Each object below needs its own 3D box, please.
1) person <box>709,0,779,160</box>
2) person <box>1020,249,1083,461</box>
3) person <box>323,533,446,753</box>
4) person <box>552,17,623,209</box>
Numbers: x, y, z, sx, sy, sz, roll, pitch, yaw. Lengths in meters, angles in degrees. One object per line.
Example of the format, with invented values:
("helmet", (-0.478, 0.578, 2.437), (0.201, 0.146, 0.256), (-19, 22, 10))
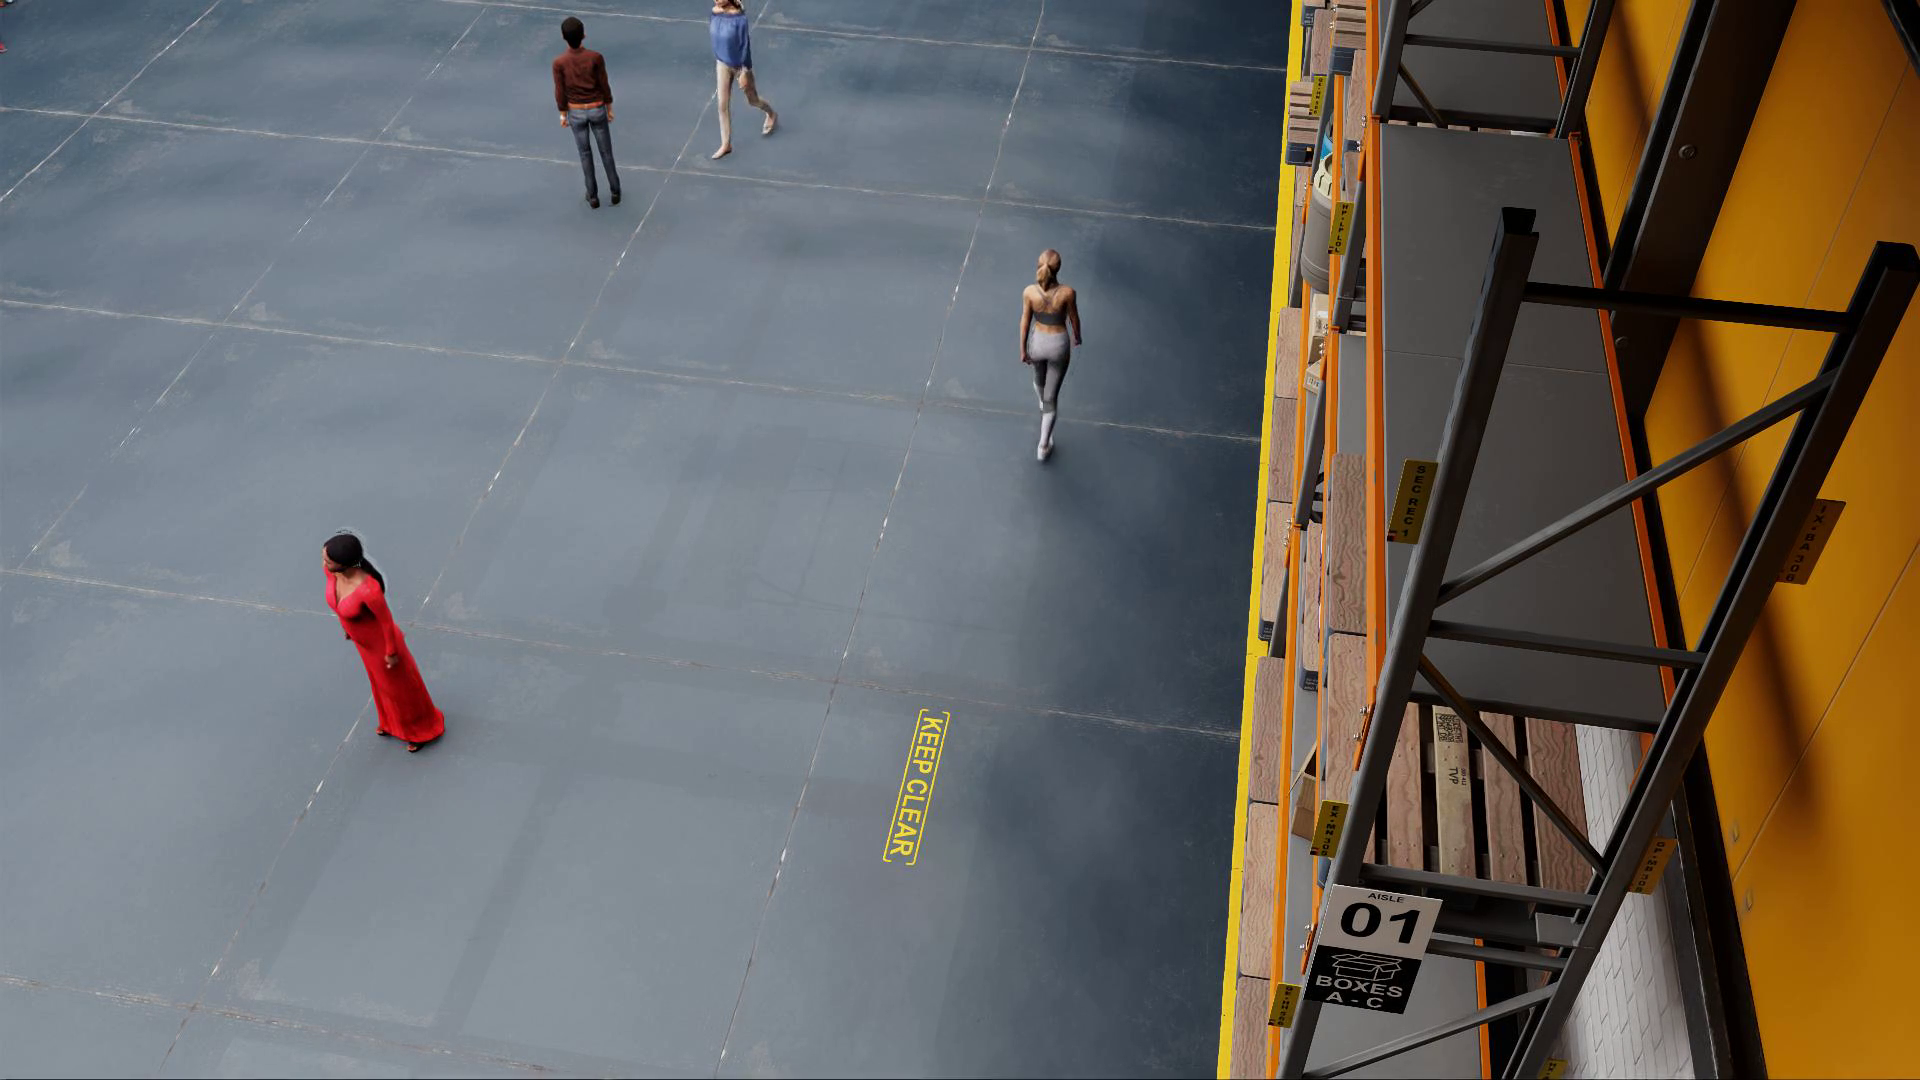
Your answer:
("person", (-2.035, -4.430, 15.512), (0.893, 1.669, 1.179), (22, 48, 22))
("person", (0.641, -1.329, 12.253), (0.608, 1.664, 1.052), (10, 44, 10))
("person", (-3.545, 0.615, 10.134), (0.727, 1.785, 0.748), (25, 49, 24))
("person", (-3.299, -3.778, 14.739), (0.712, 1.781, 0.682), (-11, 45, -12))
